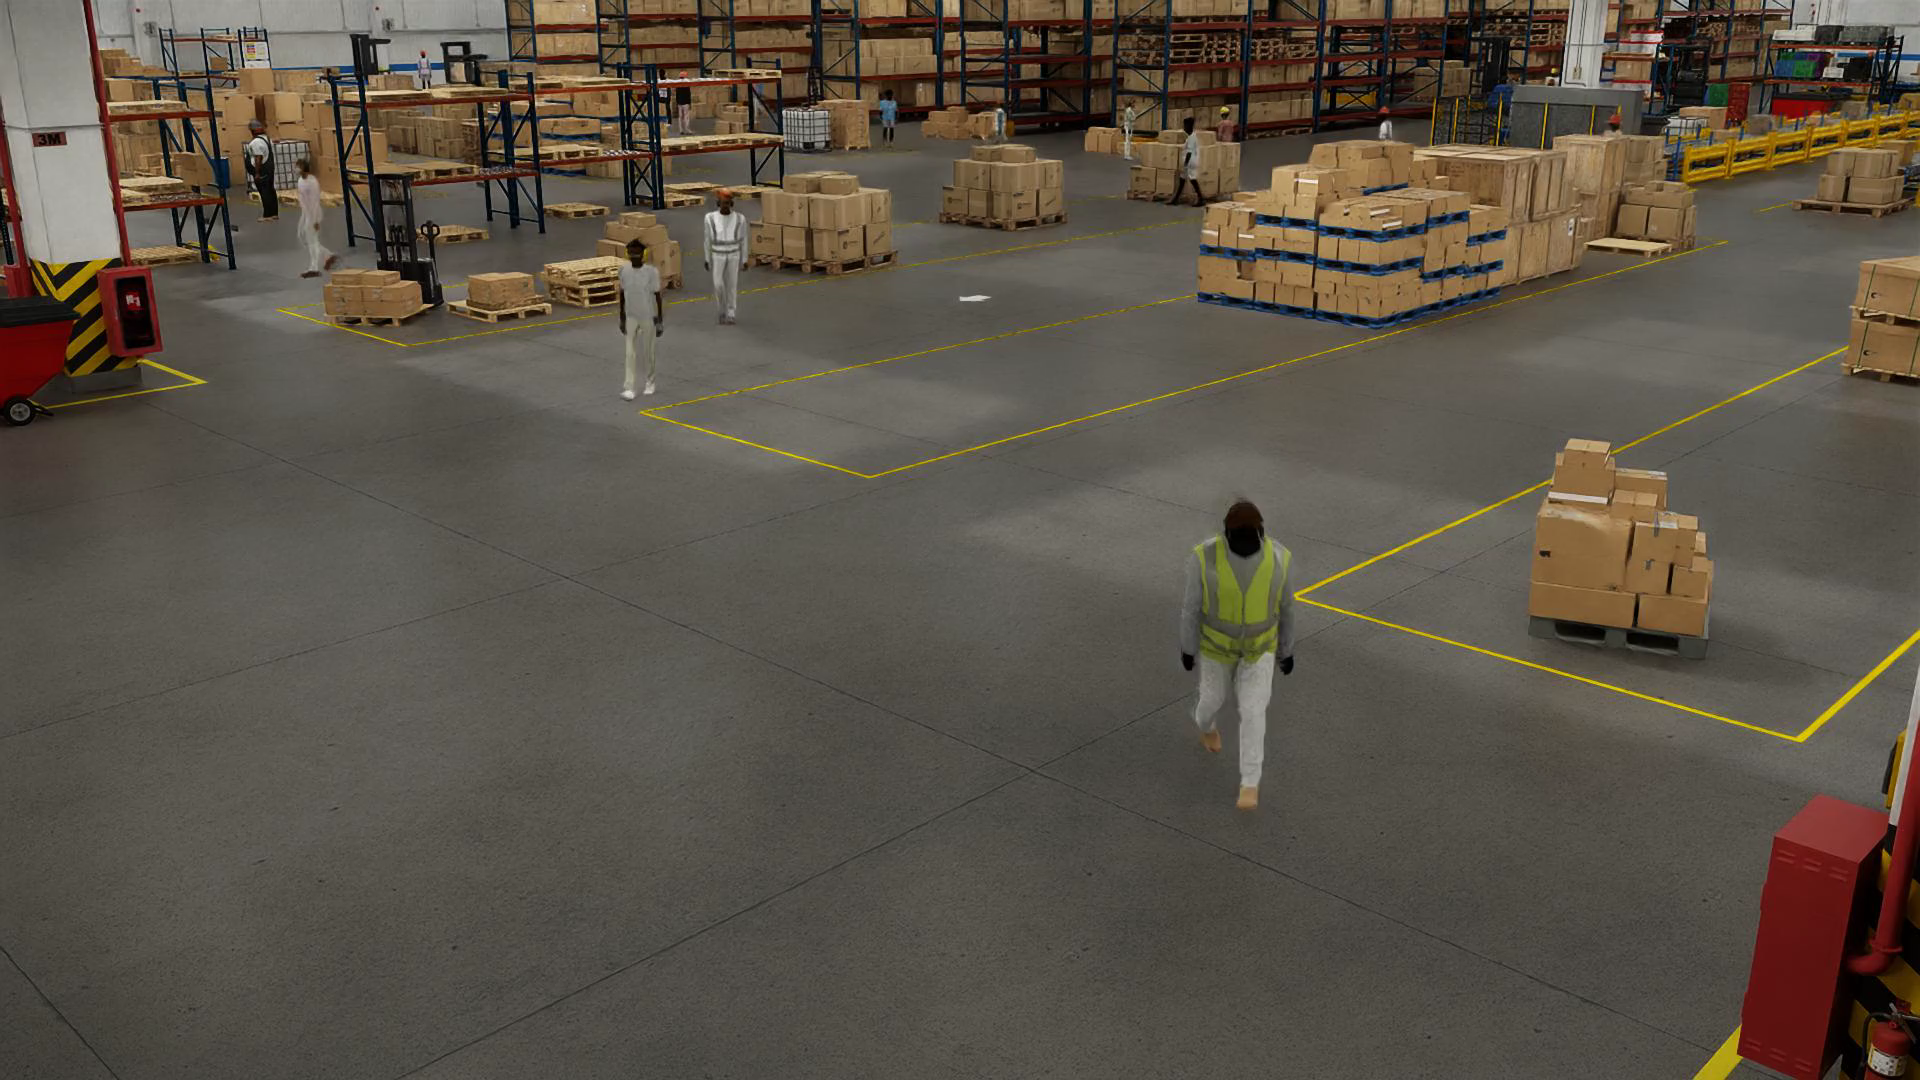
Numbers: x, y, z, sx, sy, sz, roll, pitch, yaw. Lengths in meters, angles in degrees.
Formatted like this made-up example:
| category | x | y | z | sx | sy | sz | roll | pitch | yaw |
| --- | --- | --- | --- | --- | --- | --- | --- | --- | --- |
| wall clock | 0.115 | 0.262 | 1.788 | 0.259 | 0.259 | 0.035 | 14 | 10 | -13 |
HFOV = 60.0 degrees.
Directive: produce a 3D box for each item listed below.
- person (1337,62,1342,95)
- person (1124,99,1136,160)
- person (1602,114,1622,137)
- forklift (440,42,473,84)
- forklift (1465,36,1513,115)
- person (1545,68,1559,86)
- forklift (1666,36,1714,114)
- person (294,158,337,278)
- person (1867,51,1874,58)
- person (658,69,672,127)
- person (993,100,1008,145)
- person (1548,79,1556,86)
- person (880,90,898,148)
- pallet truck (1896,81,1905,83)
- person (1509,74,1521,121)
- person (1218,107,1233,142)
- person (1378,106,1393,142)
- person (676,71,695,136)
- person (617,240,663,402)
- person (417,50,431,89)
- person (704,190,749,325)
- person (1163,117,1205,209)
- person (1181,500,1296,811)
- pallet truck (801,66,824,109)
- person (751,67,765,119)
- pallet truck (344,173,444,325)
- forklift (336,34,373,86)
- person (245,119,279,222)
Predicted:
| category | x | y | z | sx | sy | sz | roll | pitch | yaw |
| --- | --- | --- | --- | --- | --- | --- | --- | --- | --- |
| person | 16.564 | -20.277 | 72.760 | 0.325 | 1.678 | 0.609 | 3 | 19 | 10 |
| person | 4.667 | -11.281 | 45.708 | 0.308 | 1.639 | 0.524 | 3 | 19 | 8 |
| person | 14.305 | -8.438 | 36.747 | 0.561 | 1.910 | 0.918 | -11 | 22 | -31 |
| forklift | -16.800 | -15.261 | 55.760 | 1.873 | 2.768 | 1.129 | 16 | 24 | 41 |
| forklift | 19.973 | -17.201 | 61.605 | 1.873 | 2.768 | 1.129 | 16 | 24 | 40 |
| person | 21.750 | -16.461 | 61.135 | 0.540 | 1.751 | 0.531 | 15 | 23 | 37 |
| forklift | 27.341 | -17.291 | 61.877 | 1.129 | 2.768 | 1.873 | 17 | 25 | 41 |
| person | -10.543 | -5.245 | 27.073 | 0.538 | 1.929 | 0.646 | -13 | 23 | -35 |
| person | 38.486 | -19.710 | 70.550 | 0.377 | 1.995 | 0.608 | 12 | 22 | 32 |
| person | -10.071 | -15.080 | 56.735 | 0.589 | 1.912 | 0.390 | 12 | 22 | 32 |
| person | 1.218 | -11.282 | 45.756 | 0.775 | 1.607 | 0.550 | 0 | 18 | -1 |
| person | 20.010 | -14.808 | 56.361 | 0.538 | 1.608 | 0.611 | 13 | 22 | 33 |
| person | -2.090 | -12.423 | 49.057 | 0.571 | 1.685 | 0.419 | -5 | 19 | -14 |
| pallet truck | 34.802 | -16.331 | 61.455 | 0.653 | 1.274 | 1.630 | 17 | 25 | 41 |
| person | 19.804 | -15.804 | 59.347 | 0.275 | 1.632 | 0.507 | 8 | 20 | 23 |
| person | 6.464 | -9.692 | 40.735 | 0.526 | 1.761 | 0.337 | -15 | 24 | -38 |
| person | 10.079 | -9.264 | 39.253 | 1.002 | 1.895 | 0.562 | 12 | 22 | 31 |
| person | -8.831 | -13.987 | 53.304 | 0.613 | 1.995 | 0.390 | 14 | 23 | 37 |
| person | -3.652 | -2.488 | 18.924 | 0.564 | 1.820 | 0.948 | 1 | 18 | 4 |
| person | -23.409 | -20.411 | 72.749 | 0.544 | 1.939 | 0.372 | -6 | 19 | -17 |
| person | -3.241 | -3.904 | 23.121 | 0.615 | 1.867 | 0.526 | -3 | 19 | -10 |
| person | 4.870 | -8.051 | 35.548 | 0.908 | 1.919 | 0.615 | 1 | 18 | 3 |
| person | 1.613 | 0.585 | 9.718 | 0.661 | 1.805 | 0.838 | 1 | 18 | 4 |
| pallet truck | -4.812 | -15.182 | 56.903 | 0.823 | 1.965 | 1.885 | -9 | 21 | -26 |
| person | -7.338 | -16.149 | 60.094 | 0.604 | 1.827 | 0.630 | -17 | 25 | -41 |
| pallet truck | -8.209 | -4.181 | 23.757 | 0.823 | 1.965 | 1.885 | 3 | 19 | 9 |
| forklift | -23.355 | -18.333 | 65.015 | 1.129 | 2.768 | 1.873 | 17 | 25 | 41 |
| person | -14.121 | -7.456 | 33.556 | 0.536 | 2.000 | 0.688 | 0 | 18 | 1 |
